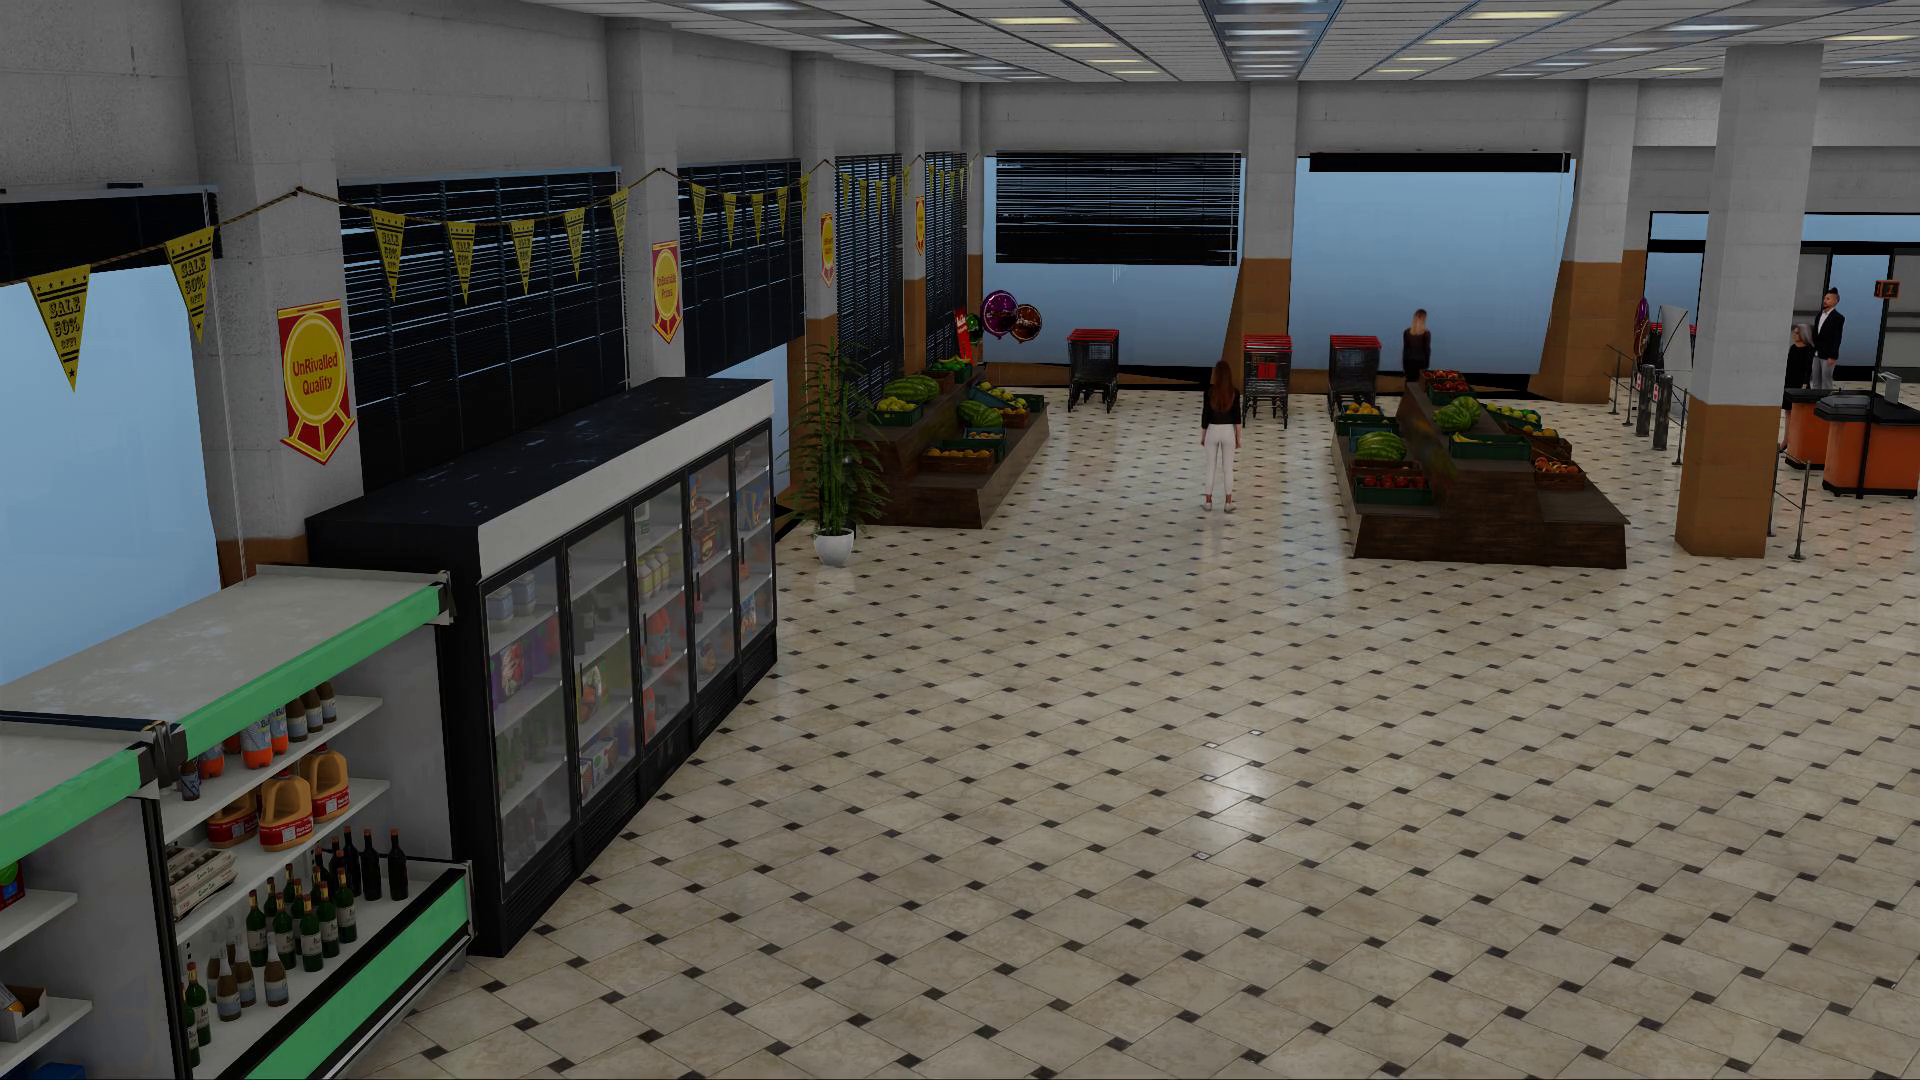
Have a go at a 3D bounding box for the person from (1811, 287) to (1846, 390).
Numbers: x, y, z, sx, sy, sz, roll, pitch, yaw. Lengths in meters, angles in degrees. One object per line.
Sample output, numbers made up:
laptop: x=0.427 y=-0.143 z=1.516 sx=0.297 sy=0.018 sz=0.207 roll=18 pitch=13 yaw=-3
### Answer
person: x=13.091 y=-2.847 z=25.151 sx=0.847 sy=1.950 sz=0.693 roll=-3 pitch=14 yaw=-13

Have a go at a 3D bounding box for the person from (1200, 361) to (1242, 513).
person: x=2.939 y=-1.174 z=18.779 sx=0.605 sy=1.703 sz=0.513 roll=3 pitch=14 yaw=11

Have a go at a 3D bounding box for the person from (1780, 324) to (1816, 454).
person: x=11.100 y=-2.002 z=22.101 sx=0.746 sy=1.746 sz=0.630 roll=-3 pitch=14 yaw=-12

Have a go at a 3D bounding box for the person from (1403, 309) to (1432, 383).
person: x=6.623 y=-2.510 z=24.309 sx=0.785 sy=1.692 sz=0.744 roll=-13 pitch=19 yaw=-43
